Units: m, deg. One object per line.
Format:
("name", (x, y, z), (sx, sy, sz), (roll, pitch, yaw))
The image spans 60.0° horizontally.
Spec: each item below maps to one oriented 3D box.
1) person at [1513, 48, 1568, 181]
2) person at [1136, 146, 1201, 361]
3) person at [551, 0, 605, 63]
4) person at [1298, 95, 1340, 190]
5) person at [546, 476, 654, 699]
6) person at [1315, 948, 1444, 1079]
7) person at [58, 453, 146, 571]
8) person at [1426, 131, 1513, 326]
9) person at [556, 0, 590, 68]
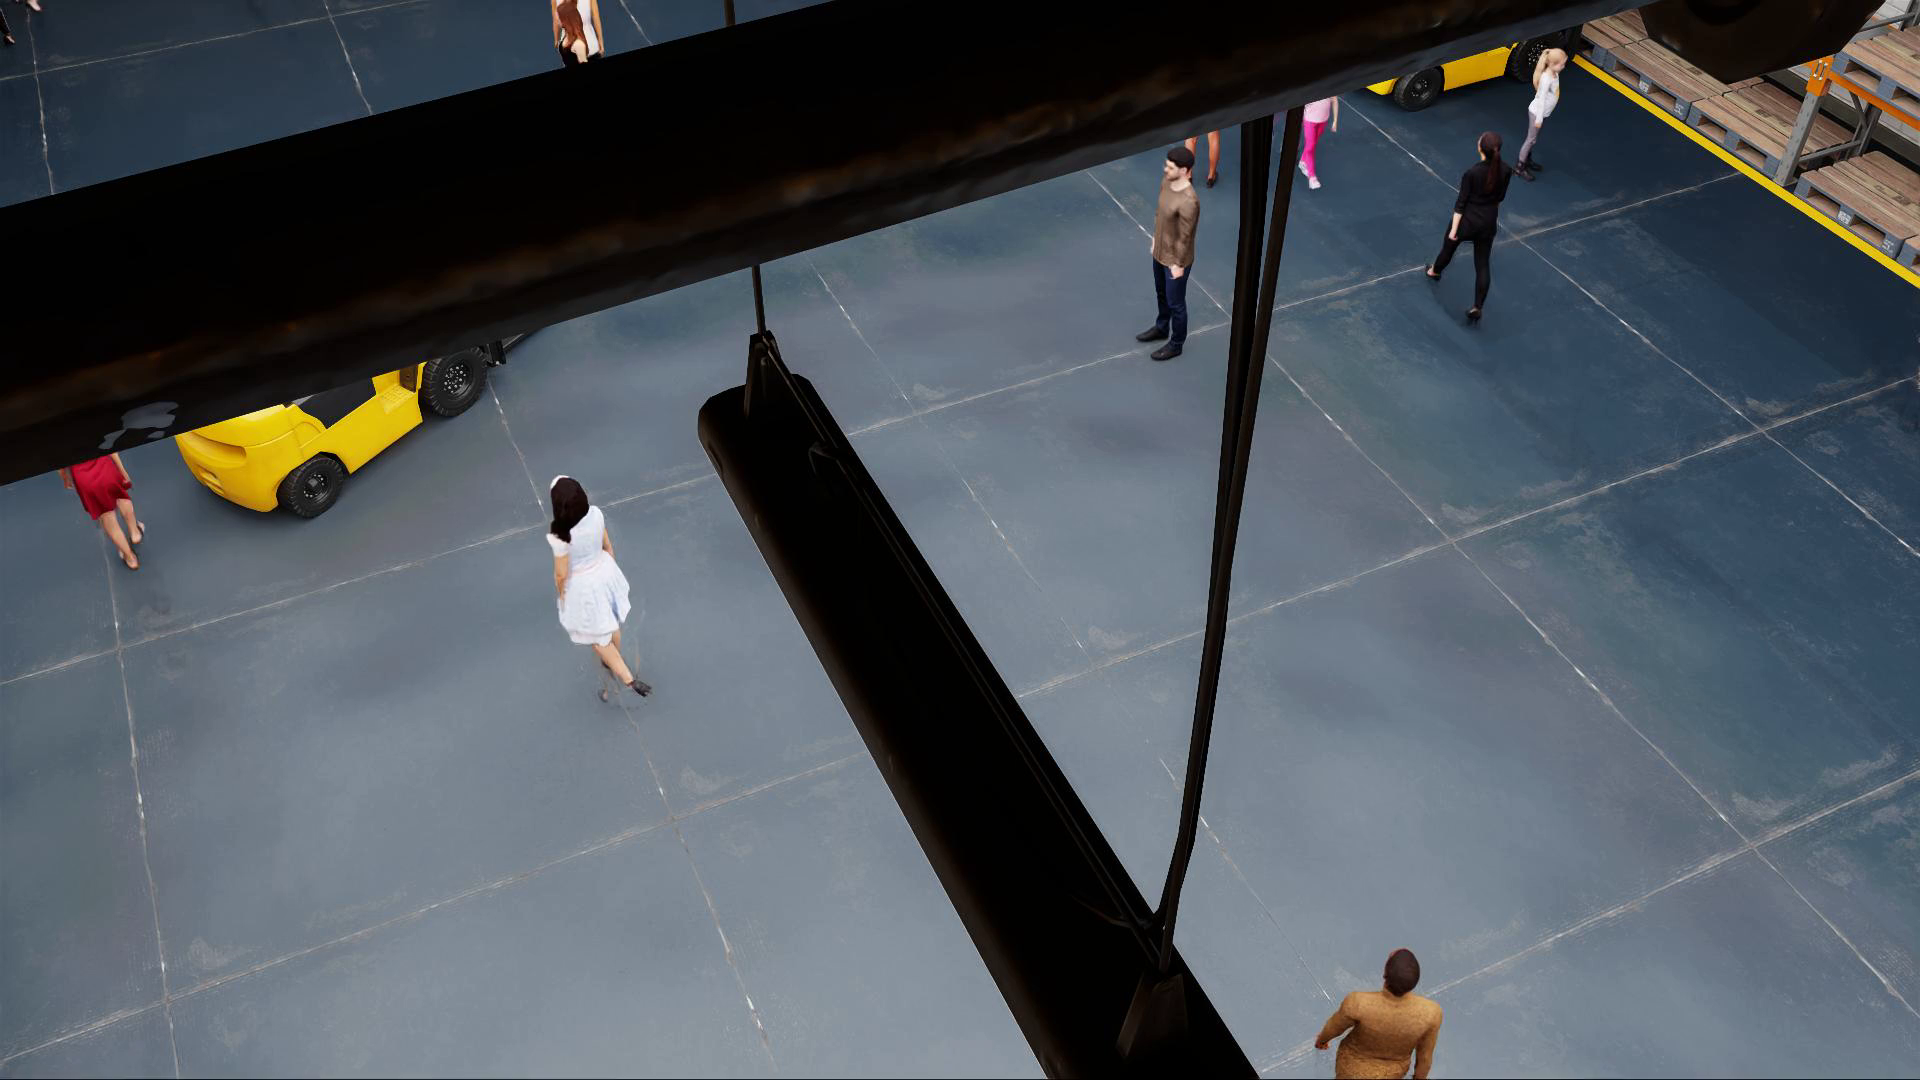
("person", (5.380, -3.984, 15.464), (0.638, 1.277, 0.586), (19, 47, 19))
("person", (1.704, -2.301, 13.255), (0.722, 1.887, 0.527), (-14, 45, -14))
("person", (-3.597, -4.637, 15.791), (0.660, 1.771, 0.701), (-12, 45, -12))
("person", (3.288, -3.948, 15.446), (0.599, 1.251, 0.858), (-10, 45, -11))
("person", (-2.296, 0.358, 10.529), (0.862, 1.798, 1.027), (-32, 52, -29))
("person", (2.020, 2.660, 8.122), (1.001, 1.785, 1.170), (4, 44, 4))
("person", (-5.975, -0.405, 11.519), (0.607, 1.536, 0.735), (-26, 49, -24))
("person", (4.268, -2.524, 13.693), (0.791, 1.606, 1.152), (-8, 44, -8))
("person", (-3.379, -4.160, 15.349), (0.687, 1.690, 1.075), (-13, 45, -13))
